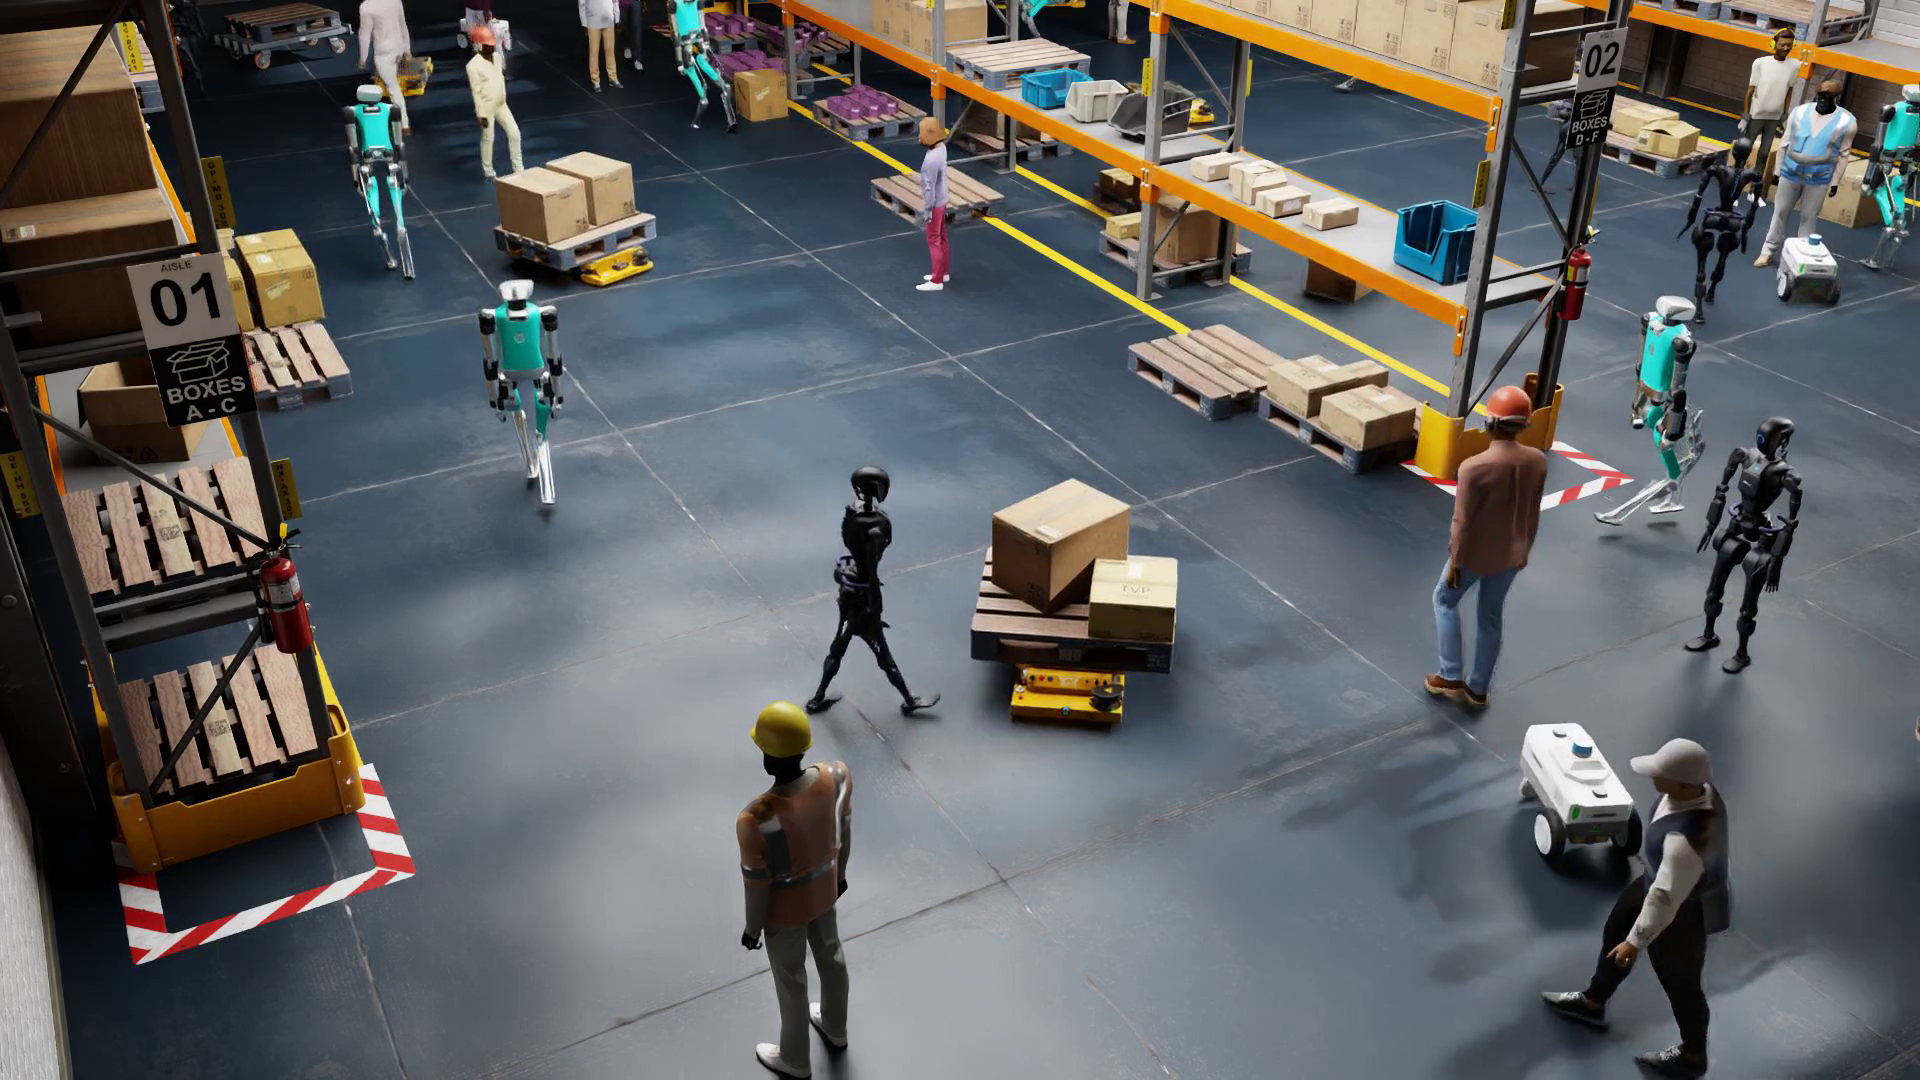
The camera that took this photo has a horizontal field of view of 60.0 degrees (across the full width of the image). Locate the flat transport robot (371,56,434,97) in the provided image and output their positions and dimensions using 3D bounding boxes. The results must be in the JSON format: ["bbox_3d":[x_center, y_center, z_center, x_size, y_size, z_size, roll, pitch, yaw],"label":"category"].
[{"bbox_3d":[-7.440,-6.185,22.177,0.659,0.231,1.431,-5,30,-8],"label":"flat transport robot"}]

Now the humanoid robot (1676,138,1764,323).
[{"bbox_3d":[6.801,-2.833,14.974,0.616,1.625,0.789,7,31,11],"label":"humanoid robot"}]

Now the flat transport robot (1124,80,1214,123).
[{"bbox_3d":[2.616,-5.547,21.066,0.659,0.231,1.431,-9,31,-16],"label":"flat transport robot"}]

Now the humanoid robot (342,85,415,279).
[{"bbox_3d":[-5.467,-3.304,15.796,0.547,1.896,0.761,-10,31,-17],"label":"humanoid robot"}]

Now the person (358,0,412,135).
[{"bbox_3d":[-6.855,-5.797,19.862,0.513,1.910,0.690,9,31,16],"label":"person"}]

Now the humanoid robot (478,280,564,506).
[{"bbox_3d":[-3.083,-1.096,11.852,0.548,1.731,1.027,-7,31,-12],"label":"humanoid robot"}]

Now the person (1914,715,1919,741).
[{"bbox_3d":[5.760,0.299,9.200,0.603,1.960,0.369,12,32,19],"label":"person"}]

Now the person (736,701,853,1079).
[{"bbox_3d":[-0.705,1.508,7.121,0.362,1.927,0.584,25,38,37],"label":"person"}]

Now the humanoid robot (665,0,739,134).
[{"bbox_3d":[-3.012,-5.734,19.947,1.017,1.755,0.552,24,38,36],"label":"humanoid robot"}]

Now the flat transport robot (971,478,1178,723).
[{"bbox_3d":[0.712,0.631,10.312,0.659,0.231,1.431,4,30,7],"label":"flat transport robot"}]

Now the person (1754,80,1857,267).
[{"bbox_3d":[8.071,-3.462,15.859,0.620,1.845,0.431,21,36,32],"label":"person"}]

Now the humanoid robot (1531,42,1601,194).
[{"bbox_3d":[6.656,-4.522,17.889,0.711,1.632,0.601,12,32,19],"label":"humanoid robot"}]

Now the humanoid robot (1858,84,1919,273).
[{"bbox_3d":[8.944,-3.335,15.824,0.546,1.881,0.670,-4,30,-6],"label":"humanoid robot"}]

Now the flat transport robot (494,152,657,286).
[{"bbox_3d":[-3.738,-2.806,16.295,1.431,0.231,0.659,22,36,33],"label":"flat transport robot"}]

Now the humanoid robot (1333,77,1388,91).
[{"bbox_3d":[5.425,-6.571,21.411,1.043,1.752,0.544,6,30,11],"label":"humanoid robot"}]

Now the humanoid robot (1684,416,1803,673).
[{"bbox_3d":[4.722,0.012,9.973,0.323,1.654,0.588,-15,33,-25],"label":"humanoid robot"}]

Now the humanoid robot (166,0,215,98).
[{"bbox_3d":[-10.035,-6.544,21.441,0.741,1.644,0.612,13,32,21],"label":"humanoid robot"}]

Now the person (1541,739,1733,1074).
[{"bbox_3d":[3.037,1.559,7.253,0.821,1.710,0.791,10,31,17],"label":"person"}]

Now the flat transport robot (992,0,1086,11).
[{"bbox_3d":[1.227,-8.578,26.342,1.431,0.231,0.659,-3,30,-6],"label":"flat transport robot"}]

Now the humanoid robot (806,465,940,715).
[{"bbox_3d":[-0.541,0.293,9.523,0.751,1.626,0.590,-7,31,-12],"label":"humanoid robot"}]

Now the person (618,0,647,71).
[{"bbox_3d":[-4.554,-7.441,22.809,0.522,1.813,0.897,-10,31,-16],"label":"person"}]

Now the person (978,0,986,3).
[{"bbox_3d":[0.138,-6.718,21.462,0.406,1.905,0.650,-6,30,-10],"label":"person"}]

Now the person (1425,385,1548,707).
[{"bbox_3d":[3.052,0.053,9.628,0.635,1.958,0.528,-10,31,-16],"label":"person"}]

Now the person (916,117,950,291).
[{"bbox_3d":[-0.246,-3.127,15.490,0.288,1.628,0.498,6,30,11],"label":"person"}]

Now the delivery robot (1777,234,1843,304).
[{"bbox_3d":[7.944,-2.567,15.582,0.499,0.585,0.765,6,30,10],"label":"delivery robot"}]

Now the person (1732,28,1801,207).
[{"bbox_3d":[8.496,-4.448,17.547,0.509,1.872,0.329,1,30,1],"label":"person"}]

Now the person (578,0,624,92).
[{"bbox_3d":[-4.679,-6.762,21.689,0.562,1.751,0.327,-19,35,-30],"label":"person"}]

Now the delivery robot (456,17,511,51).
[{"bbox_3d":[-6.807,-7.275,23.797,0.776,0.604,0.522,16,34,26],"label":"delivery robot"}]

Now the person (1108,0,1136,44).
[{"bbox_3d":[2.340,-8.123,23.918,0.353,1.898,0.562,-11,32,-19],"label":"person"}]

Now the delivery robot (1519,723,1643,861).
[{"bbox_3d":[3.278,1.327,8.820,0.522,0.602,0.773,-3,30,-4],"label":"delivery robot"}]

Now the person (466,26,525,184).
[{"bbox_3d":[-5.026,-4.711,18.135,0.713,1.724,0.598,13,32,21],"label":"person"}]

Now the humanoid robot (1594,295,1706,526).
[{"bbox_3d":[4.903,-0.854,11.413,0.982,1.732,0.540,-5,30,-9],"label":"humanoid robot"}]

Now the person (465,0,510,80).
[{"bbox_3d":[-6.361,-7.086,22.092,0.576,1.926,0.518,19,35,30],"label":"person"}]

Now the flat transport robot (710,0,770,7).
[{"bbox_3d":[-3.262,-8.685,26.528,1.431,0.231,0.659,-8,31,-13],"label":"flat transport robot"}]

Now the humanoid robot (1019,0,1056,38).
[{"bbox_3d":[1.097,-7.814,23.493,0.706,1.757,0.530,-9,31,-15],"label":"humanoid robot"}]
